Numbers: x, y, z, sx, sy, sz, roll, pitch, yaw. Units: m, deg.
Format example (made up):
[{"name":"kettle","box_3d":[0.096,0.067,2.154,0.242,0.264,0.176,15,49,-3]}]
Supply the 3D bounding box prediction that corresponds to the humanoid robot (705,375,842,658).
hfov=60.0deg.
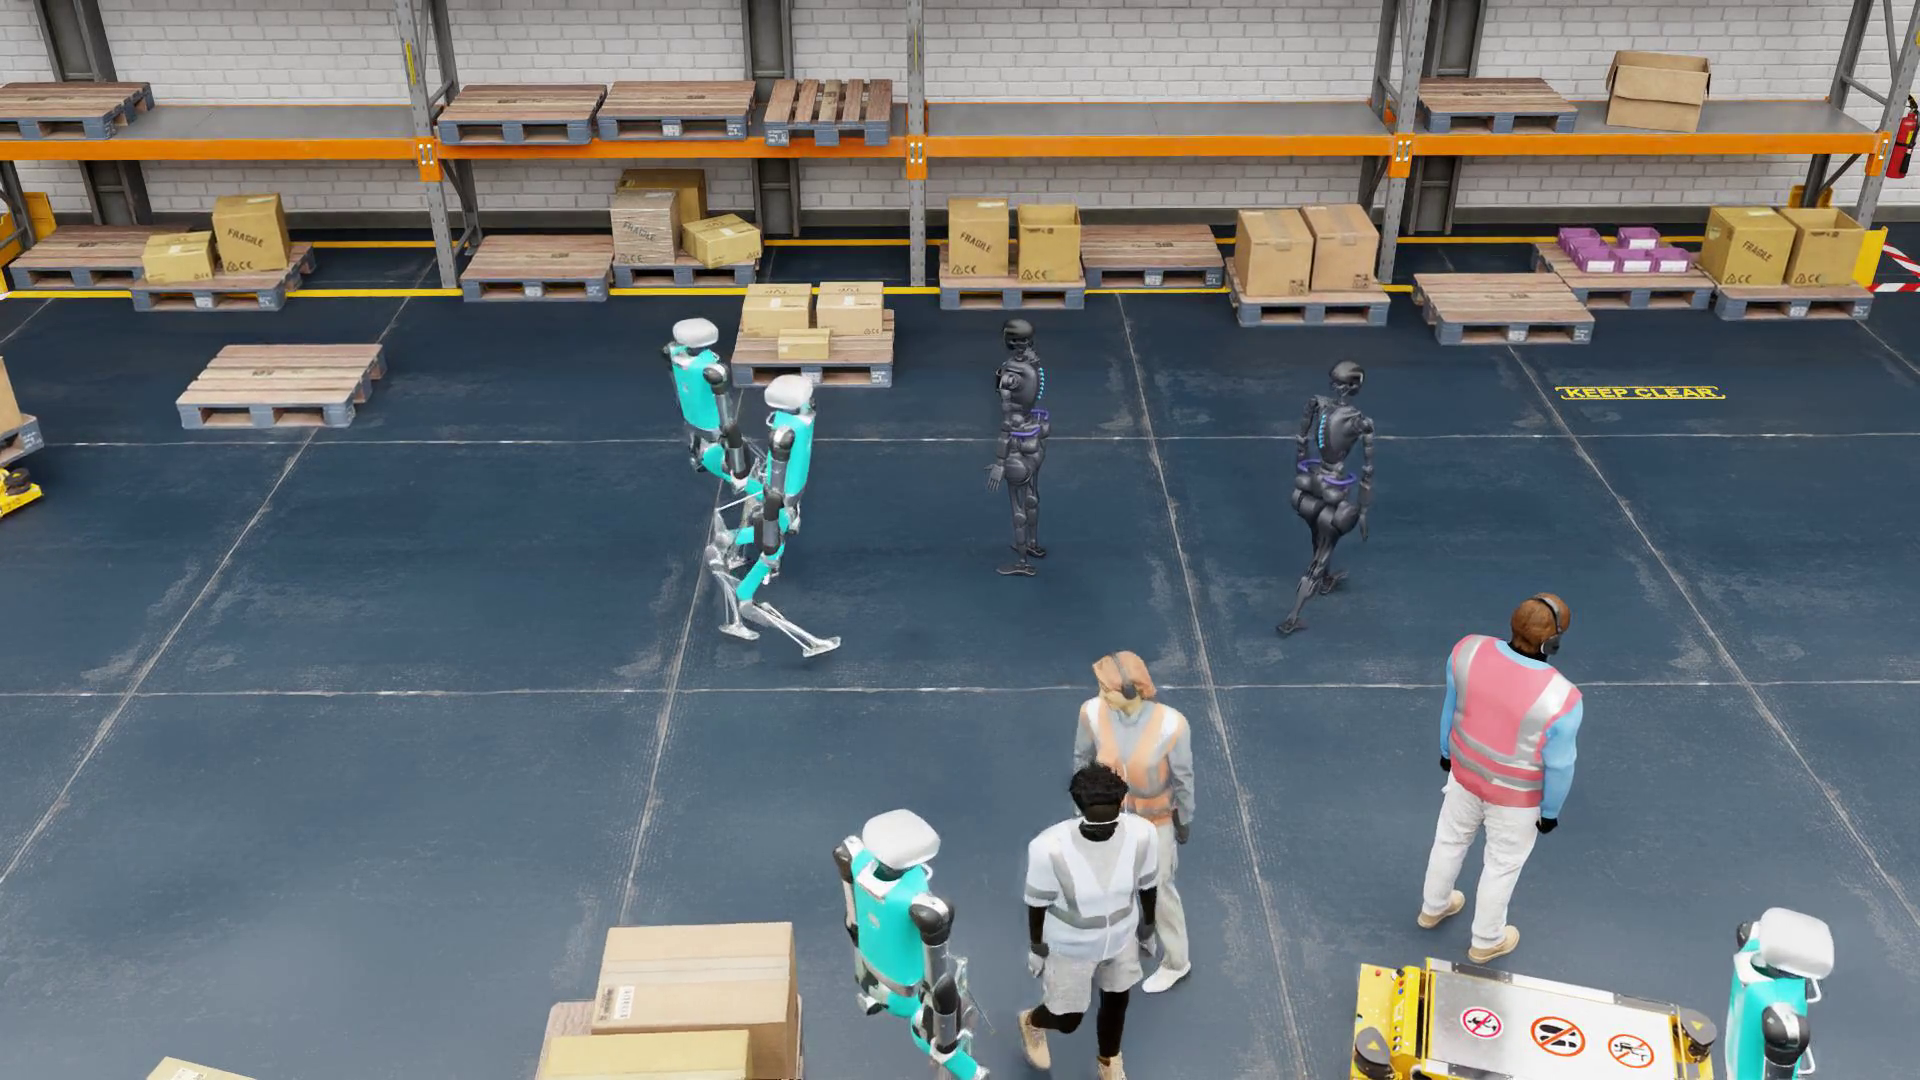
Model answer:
[{"name":"humanoid robot","box_3d":[-1.124,-0.110,9.158,0.977,1.724,0.531,6,31,9]}]

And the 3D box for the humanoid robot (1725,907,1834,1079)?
[{"name":"humanoid robot","box_3d":[2.866,2.003,5.627,0.760,1.768,0.540,6,32,10]}]

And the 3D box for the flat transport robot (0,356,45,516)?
[{"name":"flat transport robot","box_3d":[-6.880,-0.380,11.043,1.431,0.231,0.659,15,34,23]}]

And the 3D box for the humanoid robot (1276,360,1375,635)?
[{"name":"humanoid robot","box_3d":[2.125,-0.274,9.538,0.778,1.623,0.589,-22,37,-32]}]

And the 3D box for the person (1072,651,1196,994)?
[{"name":"person","box_3d":[0.767,1.190,7.126,0.606,1.606,0.381,12,33,20]}]

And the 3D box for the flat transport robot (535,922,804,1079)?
[{"name":"flat transport robot","box_3d":[-1.121,2.434,6.358,1.431,0.231,0.659,-1,31,-2]}]

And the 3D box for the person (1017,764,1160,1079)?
[{"name":"person","box_3d":[0.497,1.527,6.496,0.541,1.686,0.455,-12,33,-19]}]

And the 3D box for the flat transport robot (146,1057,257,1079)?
[{"name":"flat transport robot","box_3d":[-2.418,2.839,5.684,1.431,0.231,0.659,8,32,14]}]

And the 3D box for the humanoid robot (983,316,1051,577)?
[{"name":"humanoid robot","box_3d":[0.355,-0.561,9.966,0.315,1.655,0.599,12,33,19]}]

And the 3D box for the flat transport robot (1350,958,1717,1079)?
[{"name":"flat transport robot","box_3d":[2.369,2.119,6.883,1.431,0.231,0.659,8,32,13]}]

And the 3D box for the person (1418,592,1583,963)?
[{"name":"person","box_3d":[2.342,1.021,7.199,0.431,1.836,0.629,-24,38,-34]}]

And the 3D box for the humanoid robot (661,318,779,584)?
[{"name":"humanoid robot","box_3d":[-1.317,-0.532,9.872,0.746,1.783,0.530,-27,40,-37]}]

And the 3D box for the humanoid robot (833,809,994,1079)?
[{"name":"humanoid robot","box_3d":[-0.069,1.691,6.243,0.695,1.876,0.537,-27,40,-37]}]
